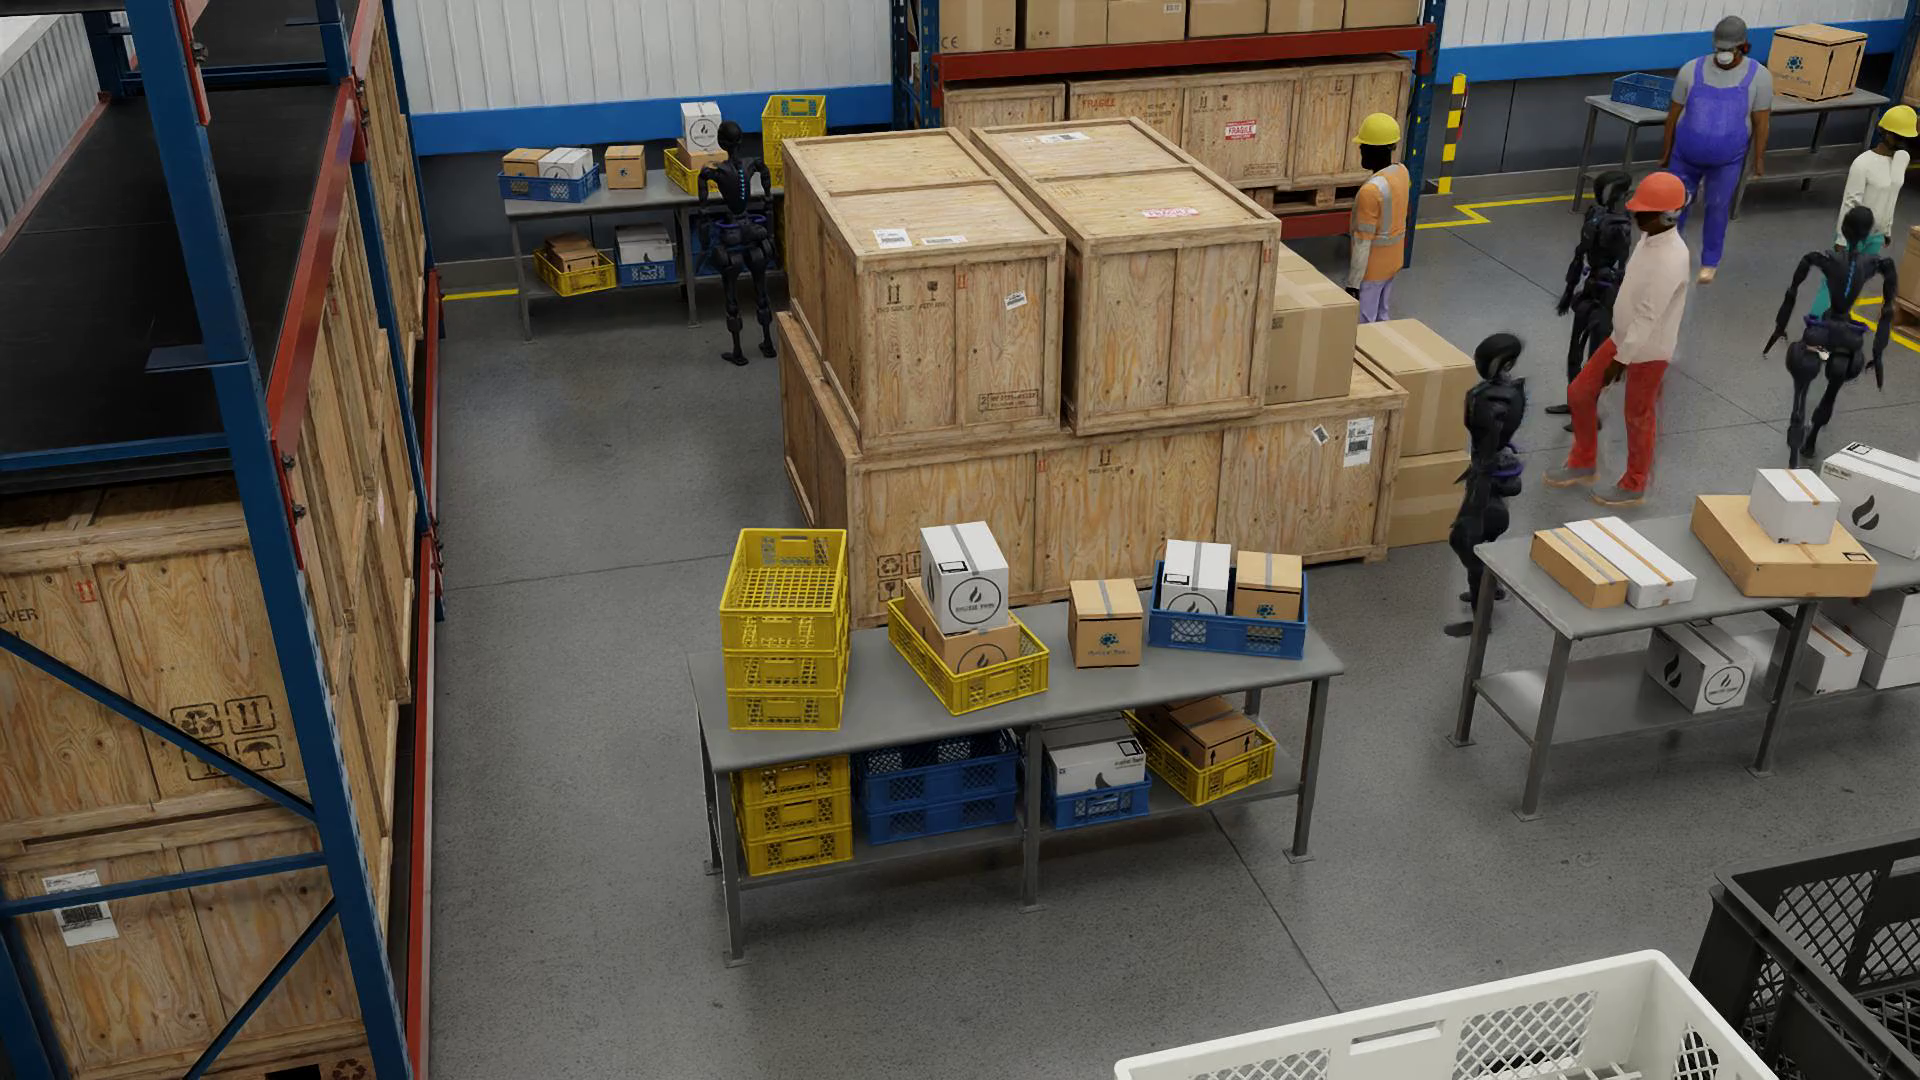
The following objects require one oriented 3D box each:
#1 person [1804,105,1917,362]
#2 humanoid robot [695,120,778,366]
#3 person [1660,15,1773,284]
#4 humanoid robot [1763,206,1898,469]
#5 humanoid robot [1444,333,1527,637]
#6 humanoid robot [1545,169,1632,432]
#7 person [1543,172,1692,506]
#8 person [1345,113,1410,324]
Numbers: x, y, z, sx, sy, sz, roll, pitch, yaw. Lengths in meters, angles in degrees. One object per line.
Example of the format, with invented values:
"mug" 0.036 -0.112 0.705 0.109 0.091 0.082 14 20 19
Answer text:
"person" 6.186 -2.089 11.357 0.532 1.765 0.327 -14 32 -23
"humanoid robot" -1.511 -2.021 11.309 0.603 1.657 0.318 -16 33 -27
"person" 5.721 -2.970 12.673 0.739 2.000 0.536 15 32 25
"humanoid robot" 5.117 -1.162 9.803 0.616 1.627 0.760 9 30 16
"humanoid robot" 2.581 -0.258 8.142 0.421 1.643 0.632 4 29 7
"humanoid robot" 3.952 -1.490 10.355 0.323 1.651 0.595 -4 29 -8
"person" 3.712 -1.094 9.339 0.703 1.961 0.607 0 29 0
"person" 2.604 -1.753 10.594 0.405 1.918 0.582 18 33 29
